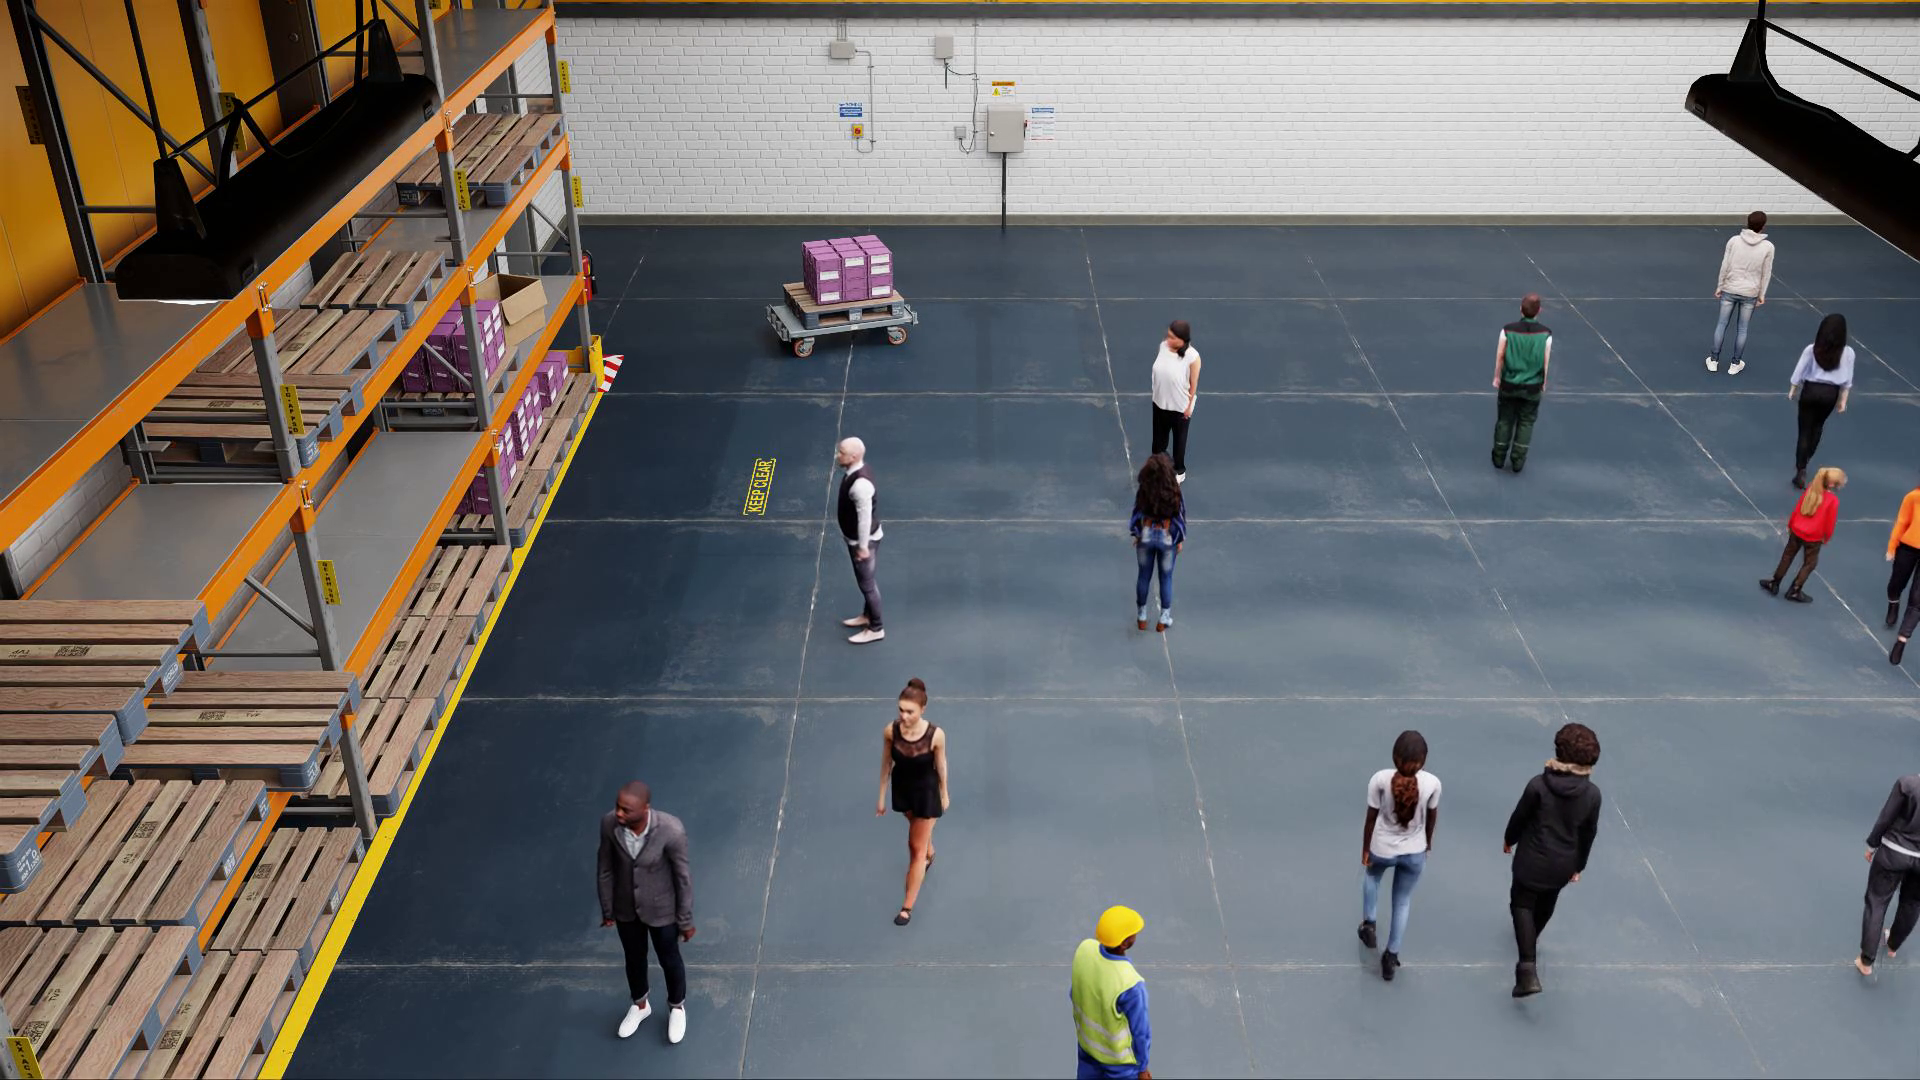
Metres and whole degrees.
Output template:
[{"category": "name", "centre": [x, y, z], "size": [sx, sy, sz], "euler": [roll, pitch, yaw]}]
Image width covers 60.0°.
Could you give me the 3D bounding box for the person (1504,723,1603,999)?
[{"category": "person", "centre": [3.549, 1.960, 10.021], "size": [0.715, 1.746, 1.117], "euler": [1, 29, 1]}]

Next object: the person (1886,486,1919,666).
[{"category": "person", "centre": [7.780, 0.092, 13.483], "size": [1.009, 1.711, 1.209], "euler": [17, 33, 28]}]

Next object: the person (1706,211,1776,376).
[{"category": "person", "centre": [8.718, -2.777, 18.594], "size": [0.753, 1.853, 0.726], "euler": [13, 31, 22]}]

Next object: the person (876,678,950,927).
[{"category": "person", "centre": [-0.252, 1.596, 10.805], "size": [0.847, 1.635, 1.144], "euler": [10, 30, 18]}]

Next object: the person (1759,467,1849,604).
[{"category": "person", "centre": [7.223, -0.070, 14.245], "size": [0.758, 1.266, 0.612], "euler": [-23, 36, -36]}]

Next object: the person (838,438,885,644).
[{"category": "person", "centre": [-0.800, -0.010, 13.557], "size": [0.786, 1.819, 0.591], "euler": [-6, 29, -10]}]

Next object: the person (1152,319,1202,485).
[{"category": "person", "centre": [2.060, -1.356, 16.158], "size": [0.818, 1.691, 0.752], "euler": [-24, 37, -37]}]

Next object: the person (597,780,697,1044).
[{"category": "person", "centre": [-1.807, 2.122, 9.652], "size": [0.767, 1.815, 0.666], "euler": [6, 29, 11]}]

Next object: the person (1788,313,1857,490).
[{"category": "person", "centre": [8.279, -1.303, 16.028], "size": [0.787, 1.723, 0.877], "euler": [7, 29, 12]}]

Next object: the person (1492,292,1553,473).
[{"category": "person", "centre": [5.531, -1.536, 16.335], "size": [0.754, 1.837, 0.755], "euler": [10, 30, 18]}]

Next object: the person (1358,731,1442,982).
[{"category": "person", "centre": [2.659, 1.946, 10.090], "size": [0.667, 1.704, 0.744], "euler": [6, 29, 11]}]

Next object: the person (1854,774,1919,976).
[{"category": "person", "centre": [5.784, 1.918, 10.115], "size": [0.791, 1.730, 0.897], "euler": [11, 30, 19]}]

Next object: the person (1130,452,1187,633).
[{"category": "person", "centre": [1.626, 0.007, 13.731], "size": [0.675, 1.622, 0.643], "euler": [8, 30, 15]}]

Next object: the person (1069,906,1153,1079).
[{"category": "person", "centre": [0.781, 2.631, 8.722], "size": [0.814, 1.813, 0.738], "euler": [-23, 36, -35]}]
